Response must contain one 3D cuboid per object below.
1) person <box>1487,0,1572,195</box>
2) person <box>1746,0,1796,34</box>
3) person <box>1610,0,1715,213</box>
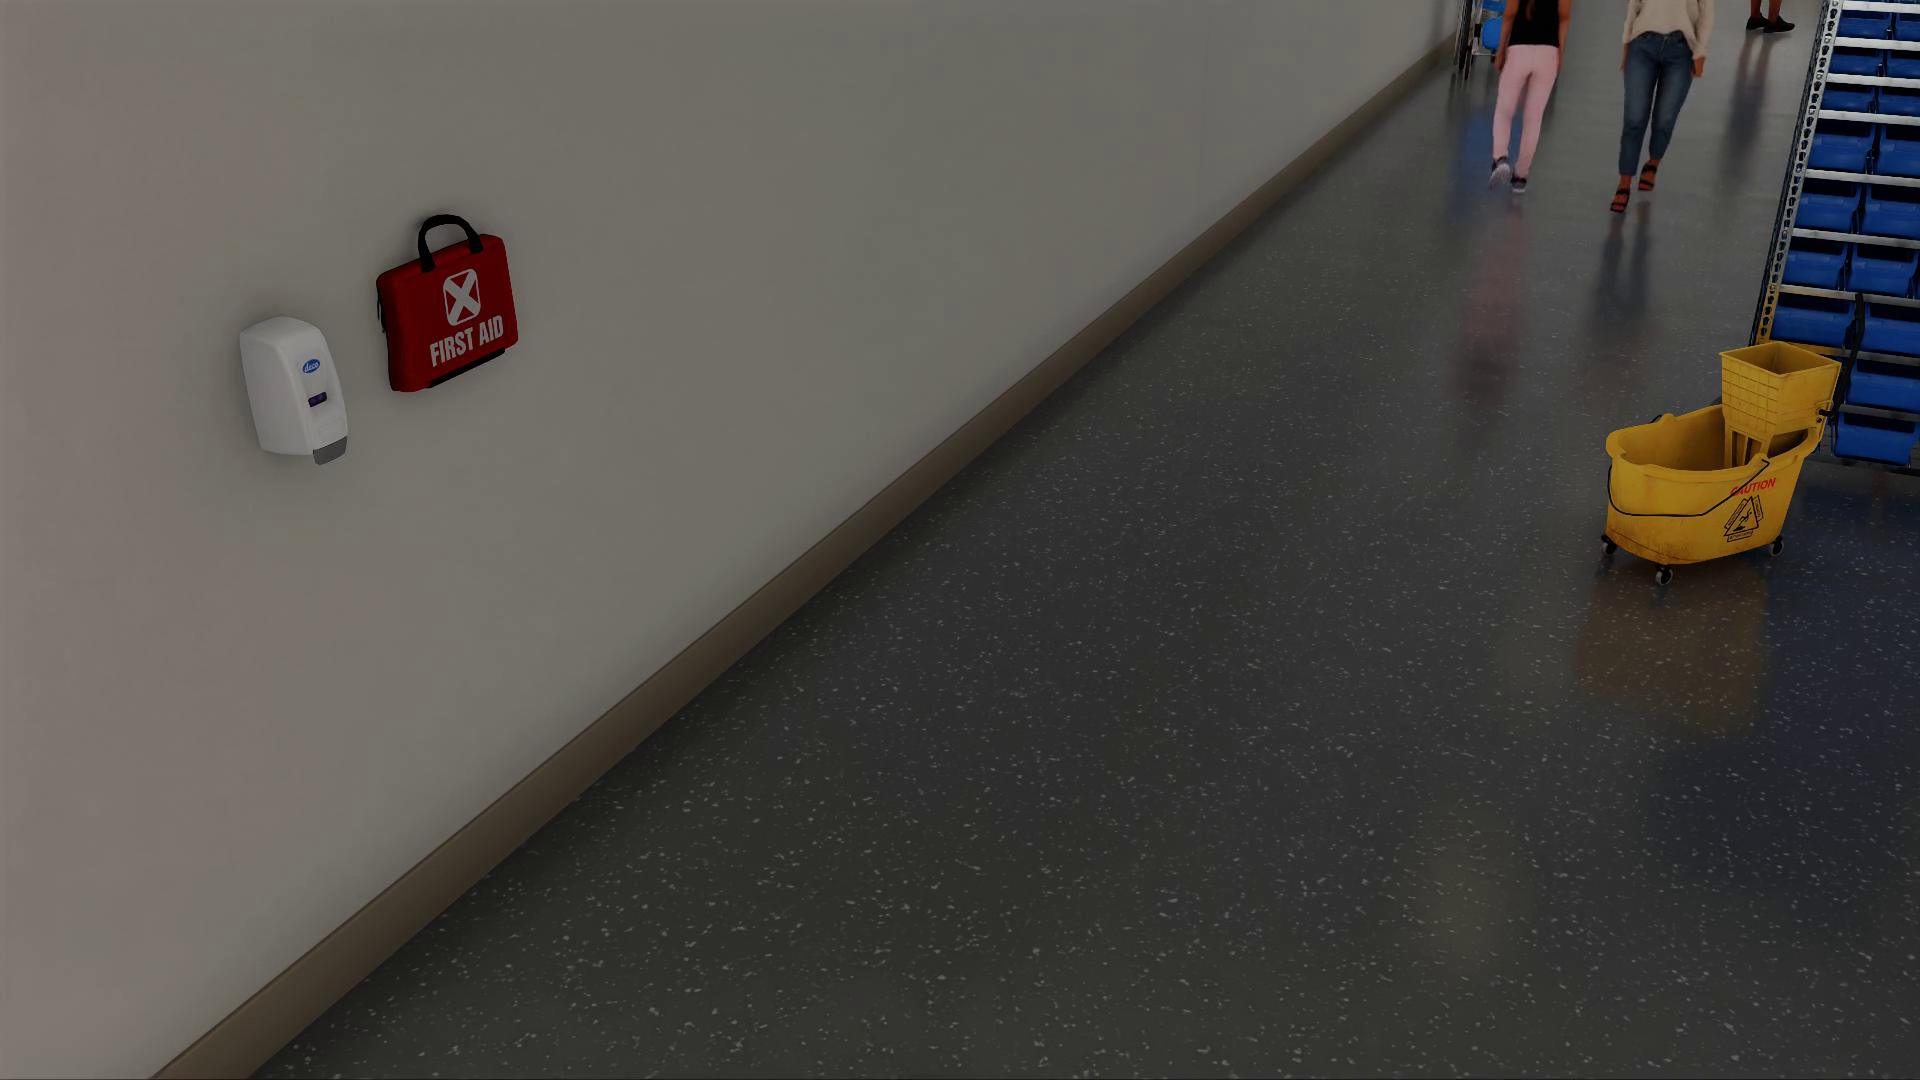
[{"bbox_3d":[3.284,-2.740,9.557,0.746,1.550,0.651,7,27,15],"label":"person"},{"bbox_3d":[7.508,-5.584,15.175,0.754,1.794,0.699,-8,27,-16],"label":"person"},{"bbox_3d":[4.029,-2.776,9.496,0.863,1.669,0.712,13,29,25],"label":"person"}]
